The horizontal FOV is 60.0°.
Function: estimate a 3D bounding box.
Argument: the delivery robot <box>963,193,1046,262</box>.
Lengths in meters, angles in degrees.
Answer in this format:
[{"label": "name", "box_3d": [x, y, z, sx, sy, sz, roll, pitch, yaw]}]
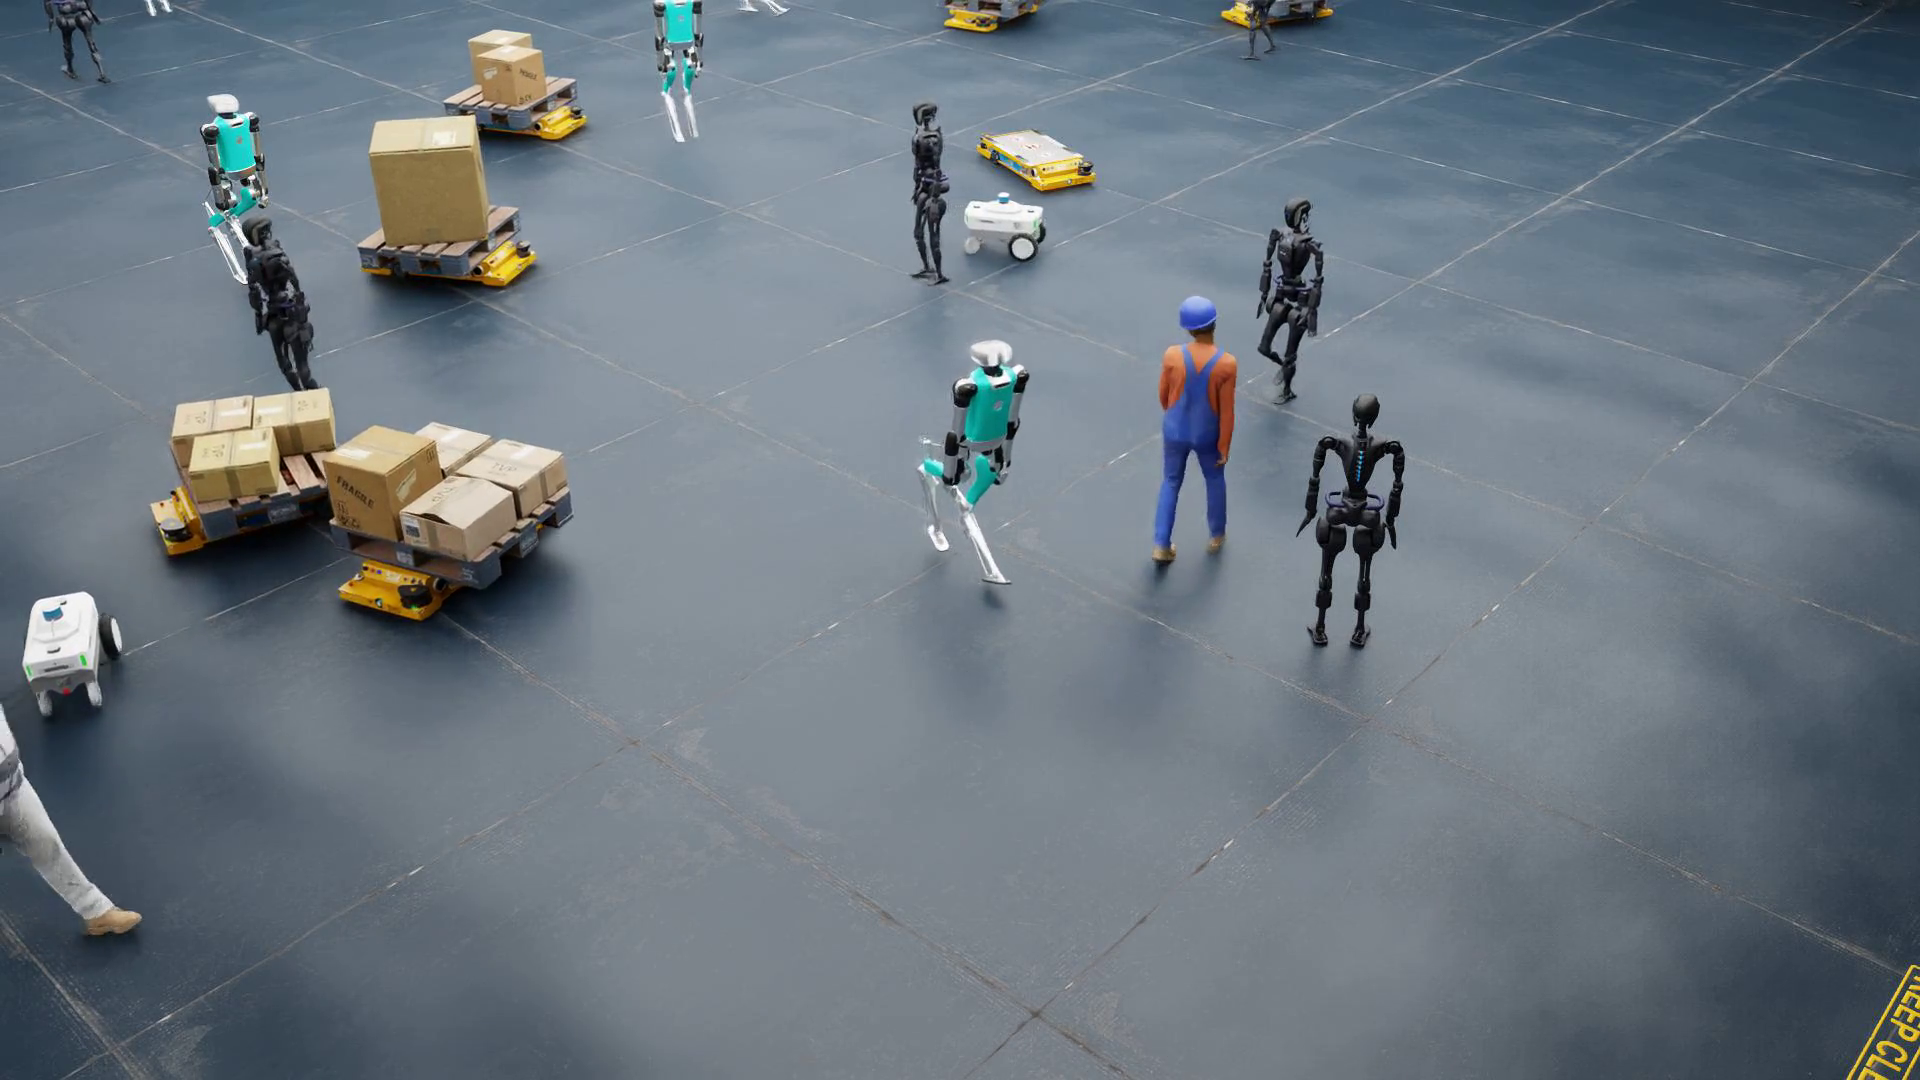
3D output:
[{"label": "delivery robot", "box_3d": [0.410, -2.968, 15.655, 0.777, 0.587, 0.499, 7, 33, 11]}]

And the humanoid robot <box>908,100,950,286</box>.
[{"label": "humanoid robot", "box_3d": [-0.288, -3.081, 14.780, 0.371, 1.651, 0.614, -10, 33, -16]}]

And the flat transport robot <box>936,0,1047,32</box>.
[{"label": "flat transport robot", "box_3d": [0.444, -7.249, 22.826, 0.659, 0.231, 1.431, 18, 36, 26]}]

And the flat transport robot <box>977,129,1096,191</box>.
[{"label": "flat transport robot", "box_3d": [0.799, -4.057, 17.687, 0.659, 0.231, 1.431, -15, 35, -23]}]

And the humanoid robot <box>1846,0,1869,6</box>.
[{"label": "humanoid robot", "box_3d": [12.741, -8.260, 23.113, 0.605, 1.645, 0.441, -26, 40, -35]}]

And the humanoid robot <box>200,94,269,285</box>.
[{"label": "humanoid robot", "box_3d": [-6.452, -3.113, 14.652, 0.735, 1.673, 0.533, 19, 37, 28]}]

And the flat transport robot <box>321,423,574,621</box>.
[{"label": "flat transport robot", "box_3d": [-3.360, 0.047, 11.079, 0.659, 0.231, 1.431, 13, 34, 20]}]

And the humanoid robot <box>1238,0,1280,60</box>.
[{"label": "humanoid robot", "box_3d": [3.867, -6.922, 20.963, 0.386, 1.644, 0.609, 22, 38, 31]}]

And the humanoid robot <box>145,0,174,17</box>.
[{"label": "humanoid robot", "box_3d": [-11.231, -8.098, 22.773, 0.530, 1.773, 0.652, -16, 35, -24]}]

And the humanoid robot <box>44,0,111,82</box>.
[{"label": "humanoid robot", "box_3d": [-10.785, -6.397, 20.162, 0.778, 1.618, 0.612, 23, 39, 32]}]

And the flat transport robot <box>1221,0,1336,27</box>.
[{"label": "flat transport robot", "box_3d": [4.373, -7.308, 22.922, 1.431, 0.231, 0.659, -16, 35, -24]}]

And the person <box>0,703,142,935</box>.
[{"label": "person", "box_3d": [-4.585, 1.195, 7.800, 1.010, 1.788, 0.623, 5, 32, 7]}]

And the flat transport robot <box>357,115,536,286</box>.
[{"label": "flat transport robot", "box_3d": [-4.730, -2.599, 15.338, 1.431, 0.231, 0.659, 7, 33, 11]}]

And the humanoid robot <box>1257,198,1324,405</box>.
[{"label": "humanoid robot", "box_3d": [2.566, -1.833, 12.777, 0.381, 1.647, 0.596, -26, 40, -35]}]

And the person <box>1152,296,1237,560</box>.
[{"label": "person", "box_3d": [1.532, -0.690, 10.787, 0.523, 1.824, 0.651, 7, 32, 11]}]

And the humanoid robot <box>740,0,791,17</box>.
[{"label": "humanoid robot", "box_3d": [-2.813, -7.916, 22.515, 1.023, 1.730, 0.561, 8, 33, 13]}]

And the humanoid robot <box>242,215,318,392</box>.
[{"label": "humanoid robot", "box_3d": [-5.089, -1.676, 12.529, 0.608, 1.651, 0.361, 17, 36, 25]}]

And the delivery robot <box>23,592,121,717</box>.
[{"label": "delivery robot", "box_3d": [-5.313, 0.630, 9.873, 0.499, 0.599, 0.784, -11, 34, -18]}]

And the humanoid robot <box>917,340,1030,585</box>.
[{"label": "humanoid robot", "box_3d": [0.010, -0.546, 10.688, 0.565, 1.752, 1.063, -21, 37, -29]}]

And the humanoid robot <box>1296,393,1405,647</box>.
[{"label": "humanoid robot", "box_3d": [2.343, -0.122, 10.003, 0.599, 1.657, 0.315, 5, 32, 9]}]

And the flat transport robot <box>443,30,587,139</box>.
[{"label": "flat transport robot", "box_3d": [-5.036, -4.798, 18.880, 1.431, 0.231, 0.659, 10, 33, 15]}]

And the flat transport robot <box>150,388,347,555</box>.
[{"label": "flat transport robot", "box_3d": [-4.857, -0.307, 11.648, 1.431, 0.231, 0.659, -18, 36, -27]}]

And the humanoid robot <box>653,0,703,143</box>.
[{"label": "humanoid robot", "box_3d": [-3.106, -5.234, 18.215, 0.540, 1.825, 0.666, -14, 34, -21]}]
